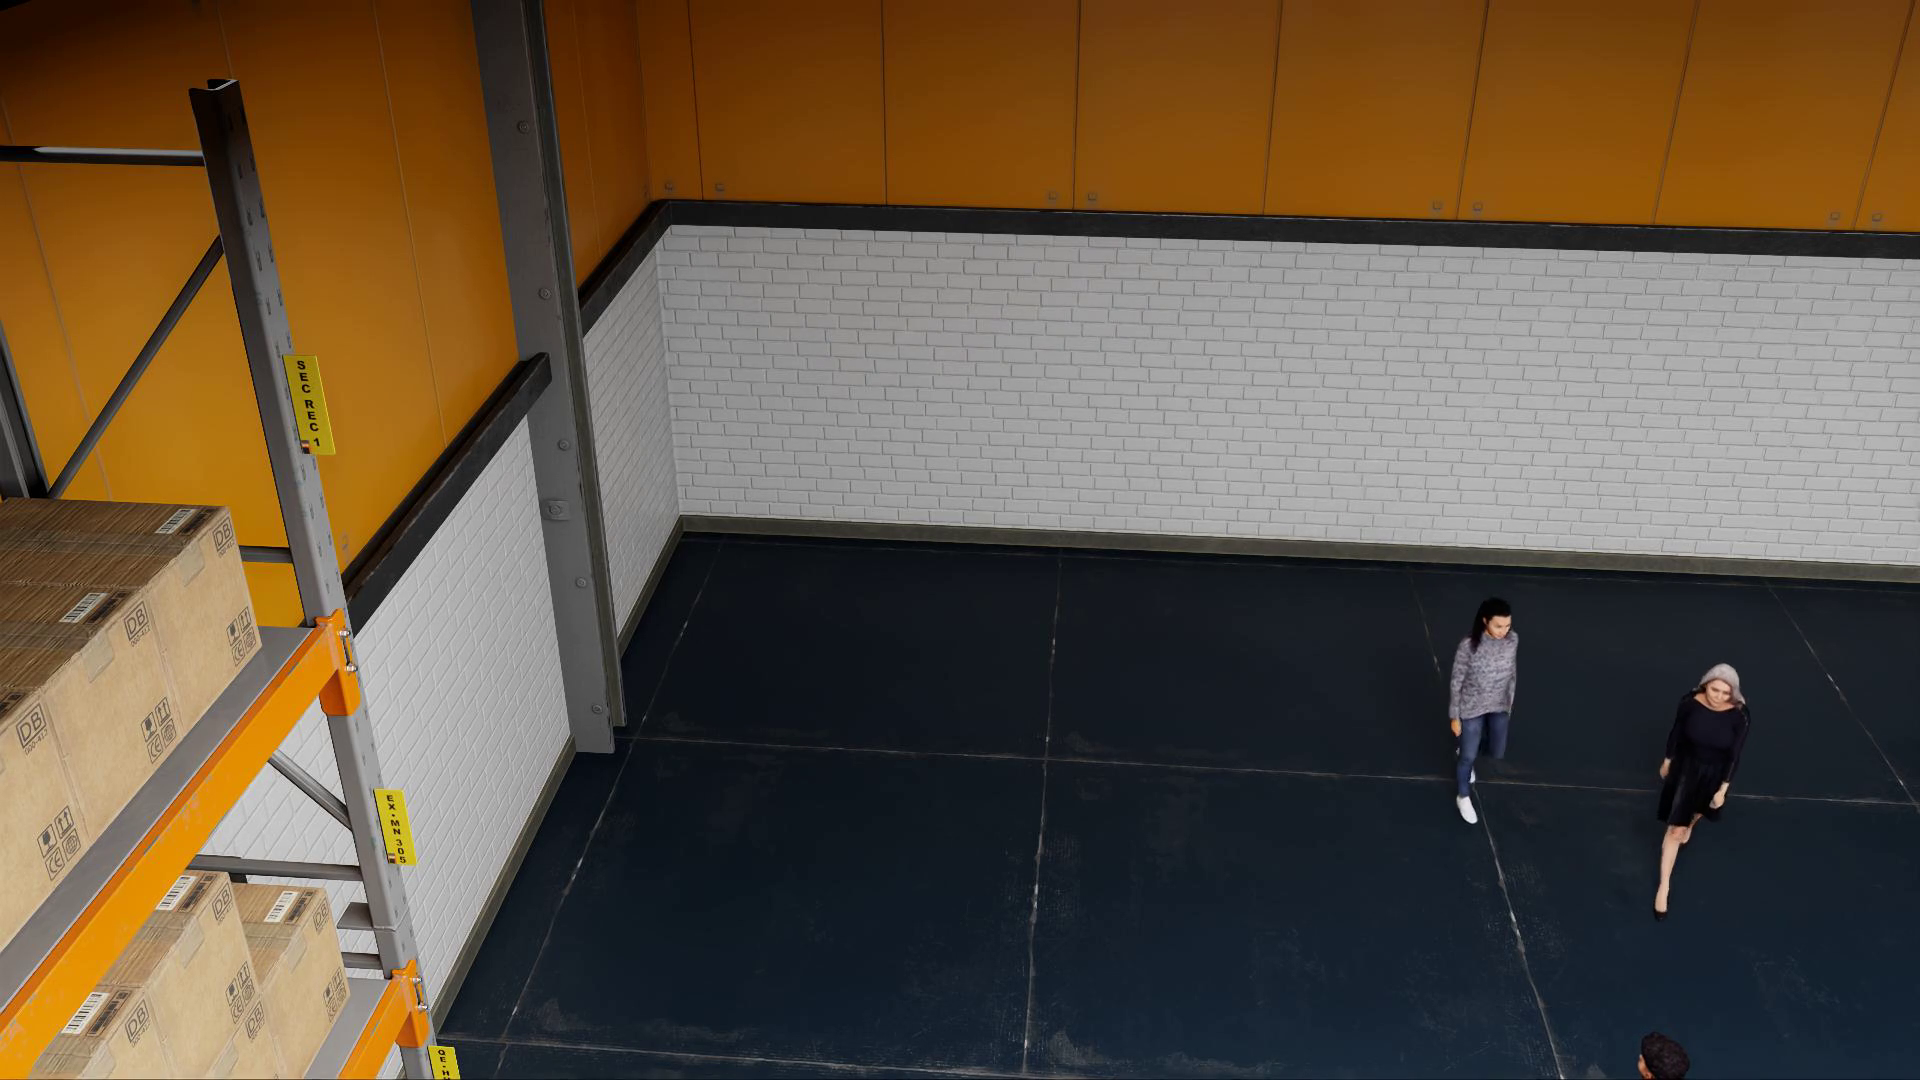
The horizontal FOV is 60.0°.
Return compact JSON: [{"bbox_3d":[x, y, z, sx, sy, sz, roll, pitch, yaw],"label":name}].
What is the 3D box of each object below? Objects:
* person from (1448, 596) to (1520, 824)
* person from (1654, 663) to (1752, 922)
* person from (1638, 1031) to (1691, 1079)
[{"bbox_3d":[3.425,1.061,11.065,0.751,1.714,0.834,-7,29,-13],"label":"person"},{"bbox_3d":[4.599,1.465,10.348,0.871,1.692,1.254,14,32,24],"label":"person"},{"bbox_3d":[3.320,2.911,8.158,0.587,1.251,0.646,-21,35,-33],"label":"person"}]
